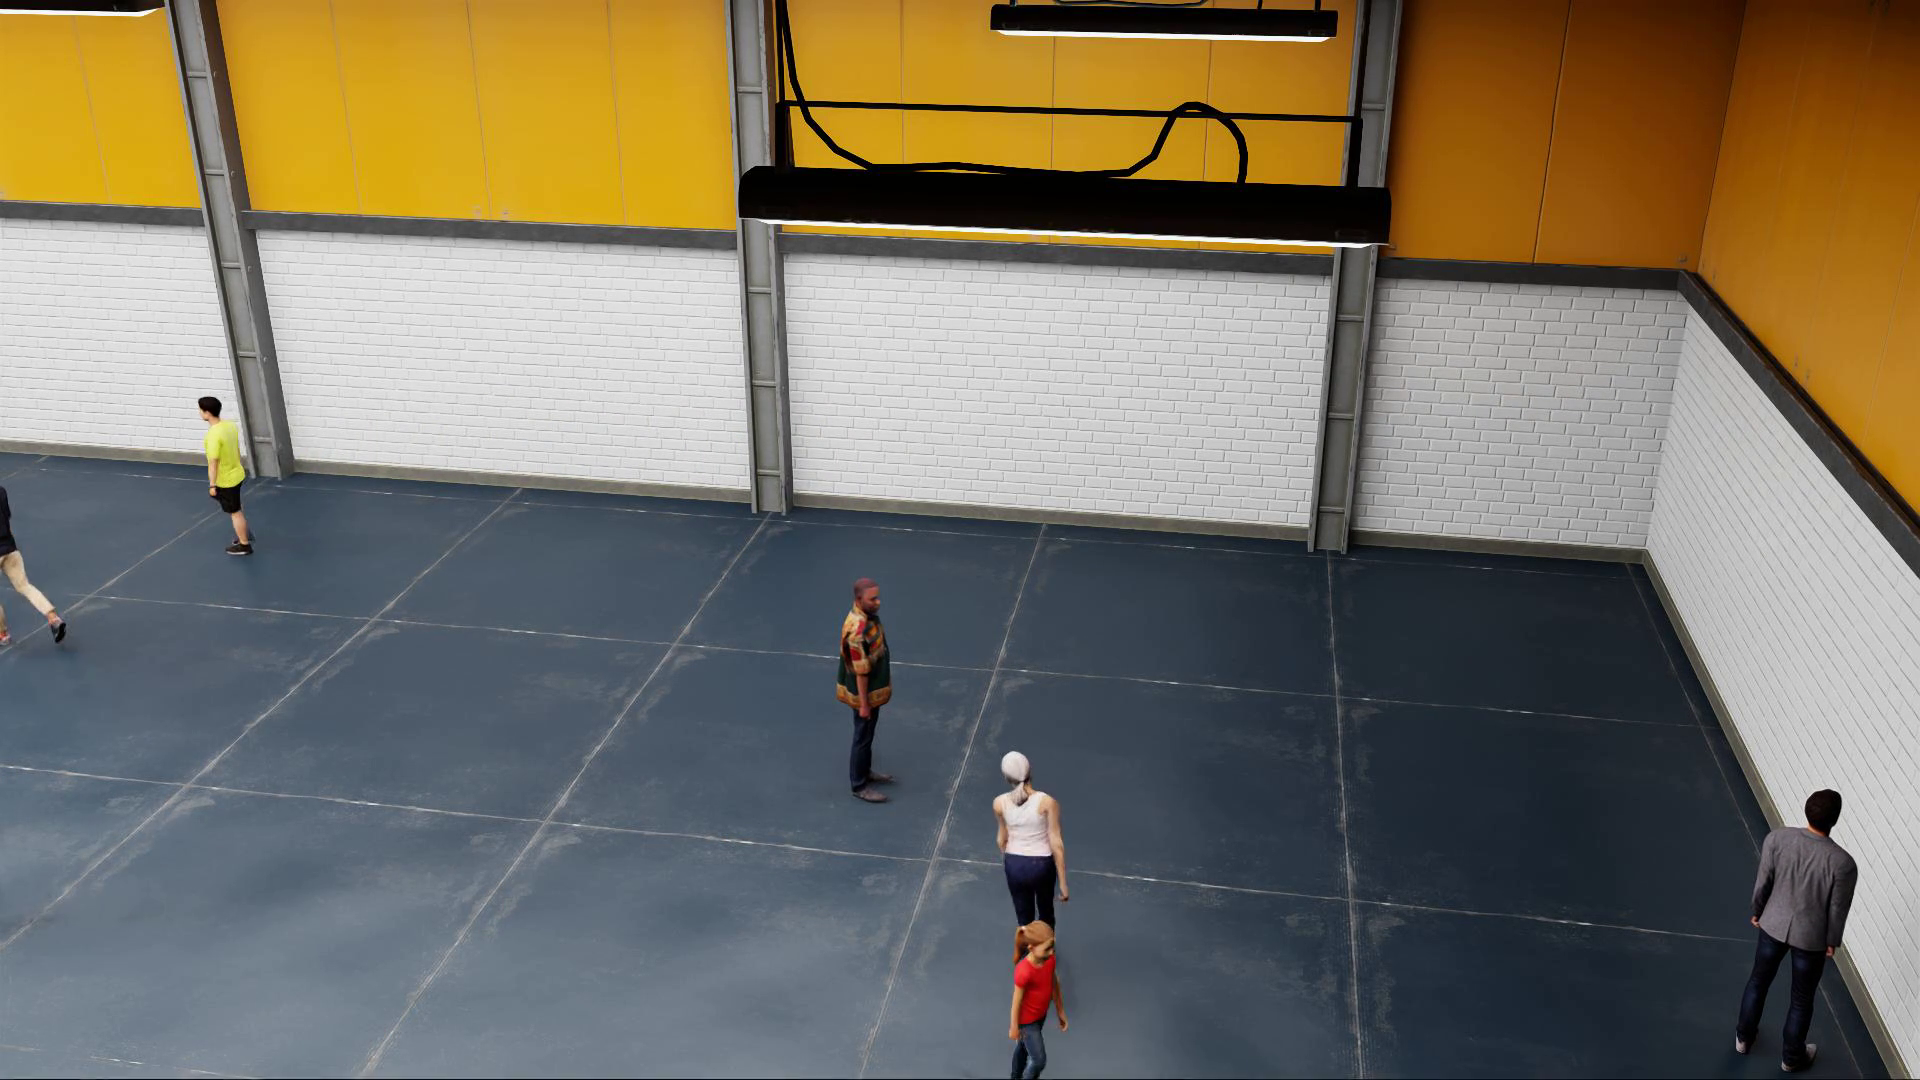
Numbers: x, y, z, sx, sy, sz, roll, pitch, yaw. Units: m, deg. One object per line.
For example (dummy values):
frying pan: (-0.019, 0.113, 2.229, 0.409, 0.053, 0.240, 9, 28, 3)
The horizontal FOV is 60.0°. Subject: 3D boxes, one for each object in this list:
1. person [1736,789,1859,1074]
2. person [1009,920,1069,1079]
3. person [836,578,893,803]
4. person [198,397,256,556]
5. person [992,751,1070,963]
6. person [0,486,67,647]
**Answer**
person: (4.993, 2.317, 9.926, 0.740, 1.874, 0.842, 21, 31, 39)
person: (0.363, 2.736, 9.685, 0.694, 1.299, 0.595, 16, 28, 32)
person: (-0.726, 1.124, 12.740, 0.640, 1.805, 0.684, 3, 24, 7)
person: (-7.383, -0.657, 16.944, 0.667, 1.702, 0.693, 1, 24, 2)
person: (0.446, 2.174, 10.526, 0.807, 1.655, 0.732, 9, 25, 19)
person: (-8.575, 0.140, 14.956, 1.148, 1.835, 0.794, 9, 25, 20)
